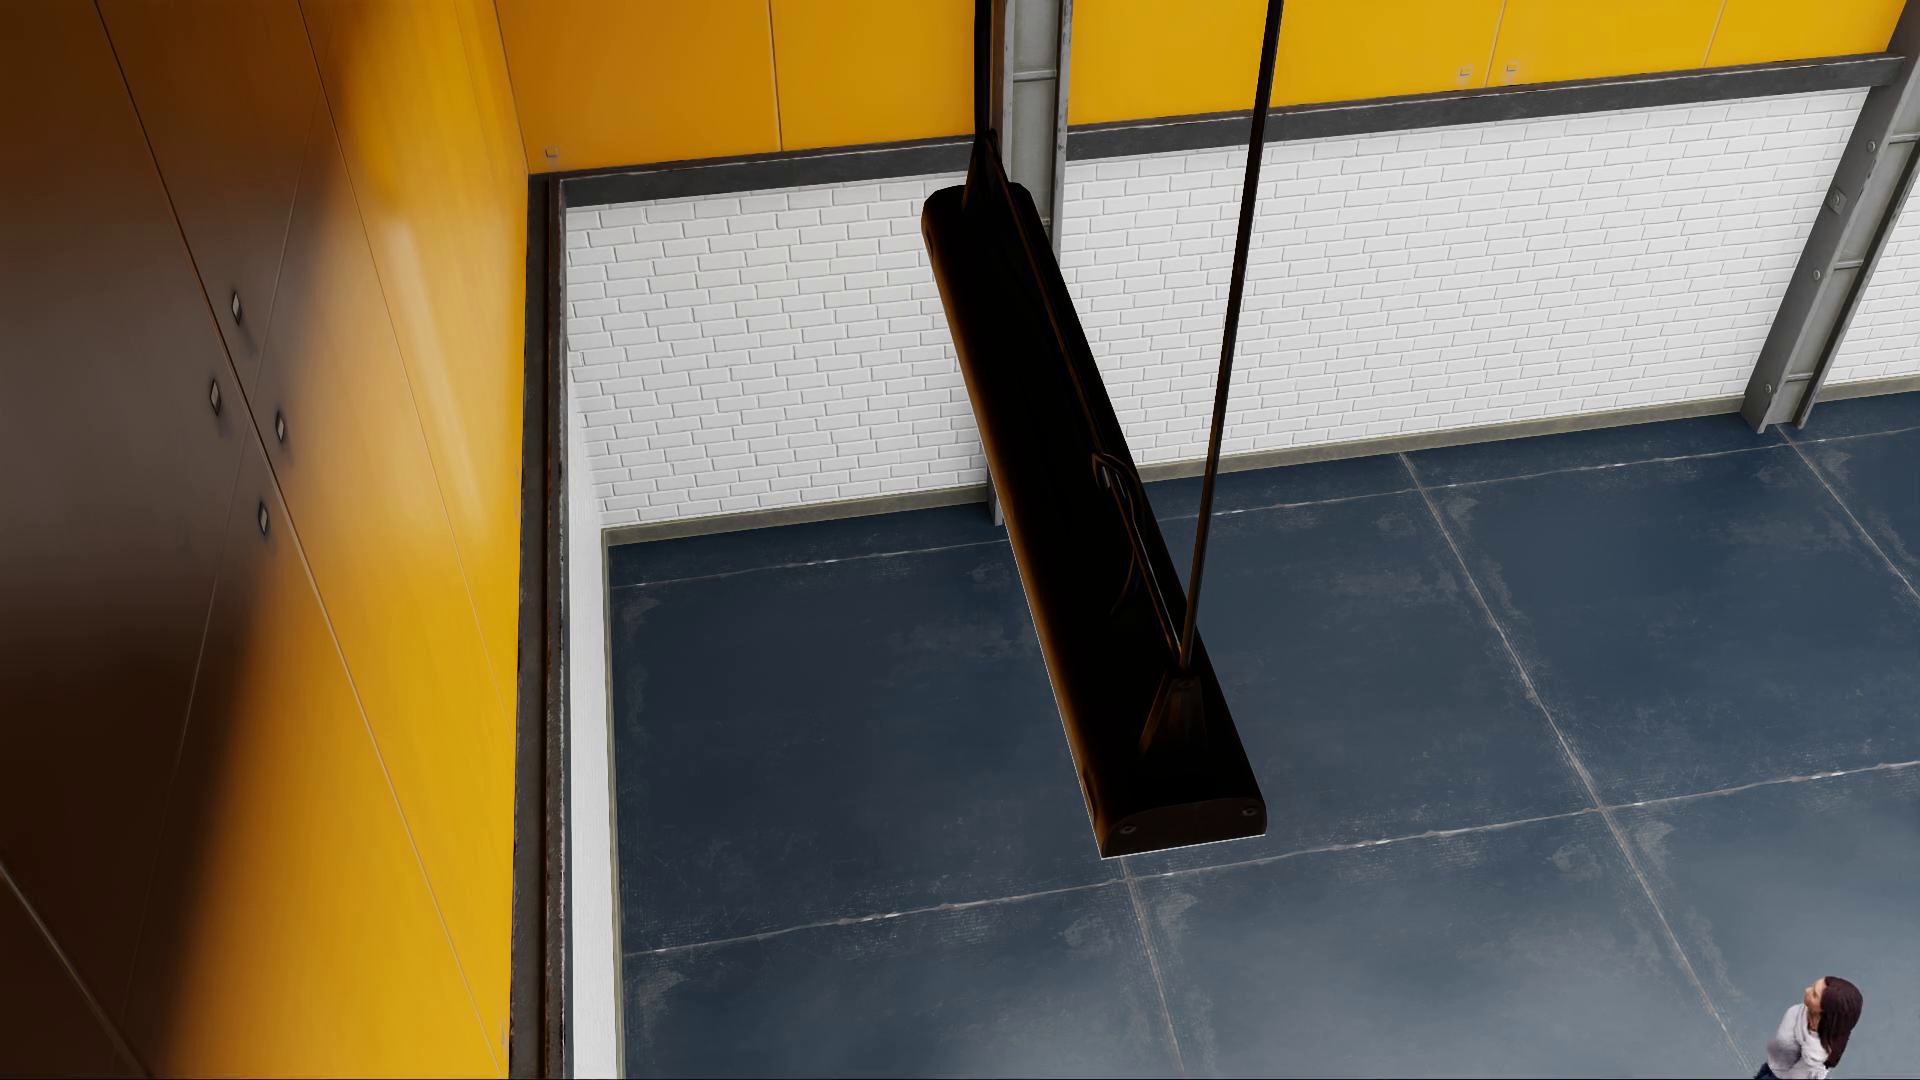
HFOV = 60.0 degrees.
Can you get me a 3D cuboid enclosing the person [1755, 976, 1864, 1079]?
[{"bbox_3d":[4.096,2.625,8.048,0.930,1.621,0.872,26,50,25],"label":"person"}]
